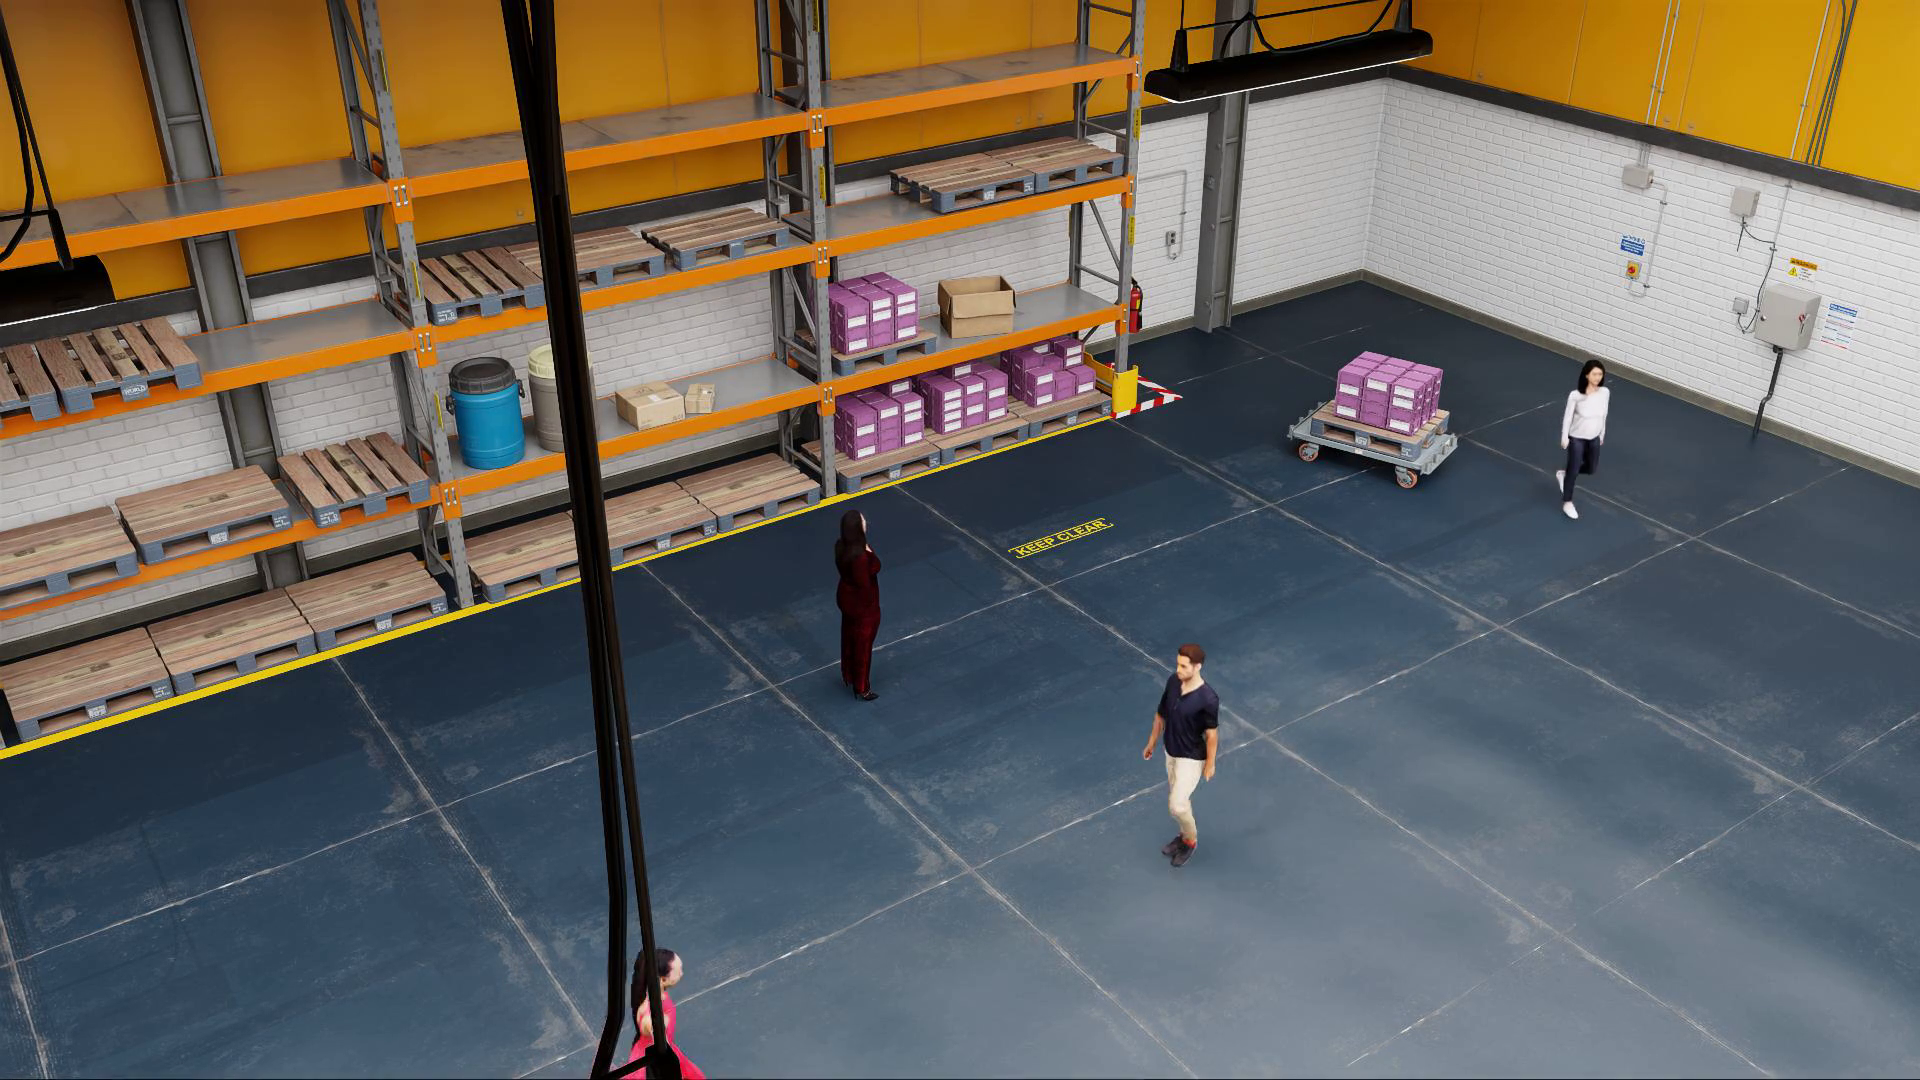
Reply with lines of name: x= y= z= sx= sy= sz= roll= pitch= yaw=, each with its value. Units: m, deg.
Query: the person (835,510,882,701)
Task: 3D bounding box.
person: x=-0.875 y=0.535 z=14.037 sx=0.656 sy=1.759 sz=0.704 roll=-12 pitch=31 yaw=-21

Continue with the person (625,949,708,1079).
person: x=-1.835 y=3.039 z=9.522 sx=1.056 sy=1.687 sz=0.907 roll=0 pitch=29 yaw=-1

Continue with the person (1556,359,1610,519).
person: x=6.360 y=-1.086 z=17.082 sx=0.863 sy=1.689 sz=0.852 roll=-6 pitch=29 yaw=-11

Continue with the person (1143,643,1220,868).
person: x=1.707 y=1.526 z=12.139 sx=0.600 sy=1.837 sz=0.641 roll=-17 pitch=33 yaw=-29
